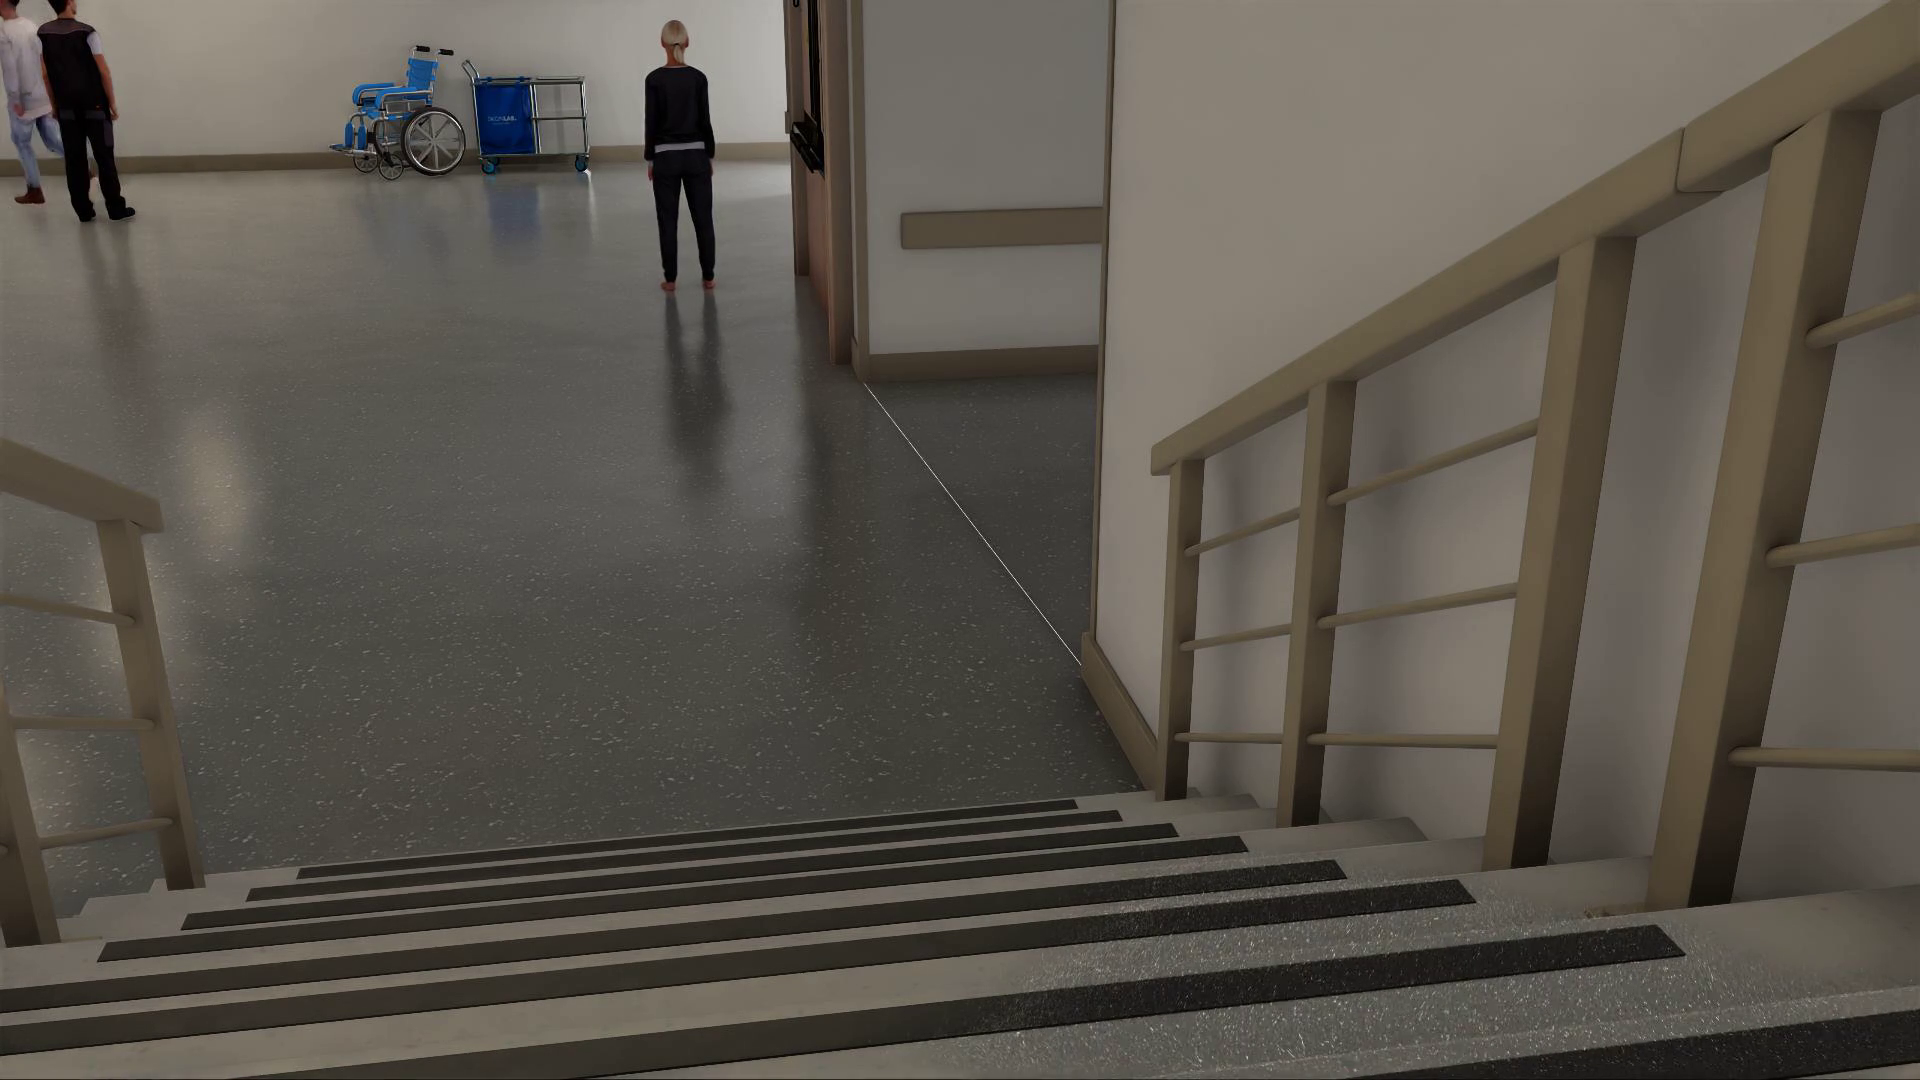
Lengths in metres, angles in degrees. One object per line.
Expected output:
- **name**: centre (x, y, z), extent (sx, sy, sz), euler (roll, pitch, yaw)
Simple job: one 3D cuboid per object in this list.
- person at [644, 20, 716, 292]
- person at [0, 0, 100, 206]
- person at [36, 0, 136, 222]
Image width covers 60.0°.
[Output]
- **person**: centre (-1.836, -2.520, 10.926), extent (0.644, 1.724, 0.571), euler (-7, 22, -18)
- **person**: centre (-7.658, -3.673, 13.851), extent (1.050, 1.810, 1.169), euler (6, 21, 14)
- **person**: centre (-7.066, -3.511, 13.368), extent (0.659, 1.848, 0.575), euler (-3, 21, -7)
